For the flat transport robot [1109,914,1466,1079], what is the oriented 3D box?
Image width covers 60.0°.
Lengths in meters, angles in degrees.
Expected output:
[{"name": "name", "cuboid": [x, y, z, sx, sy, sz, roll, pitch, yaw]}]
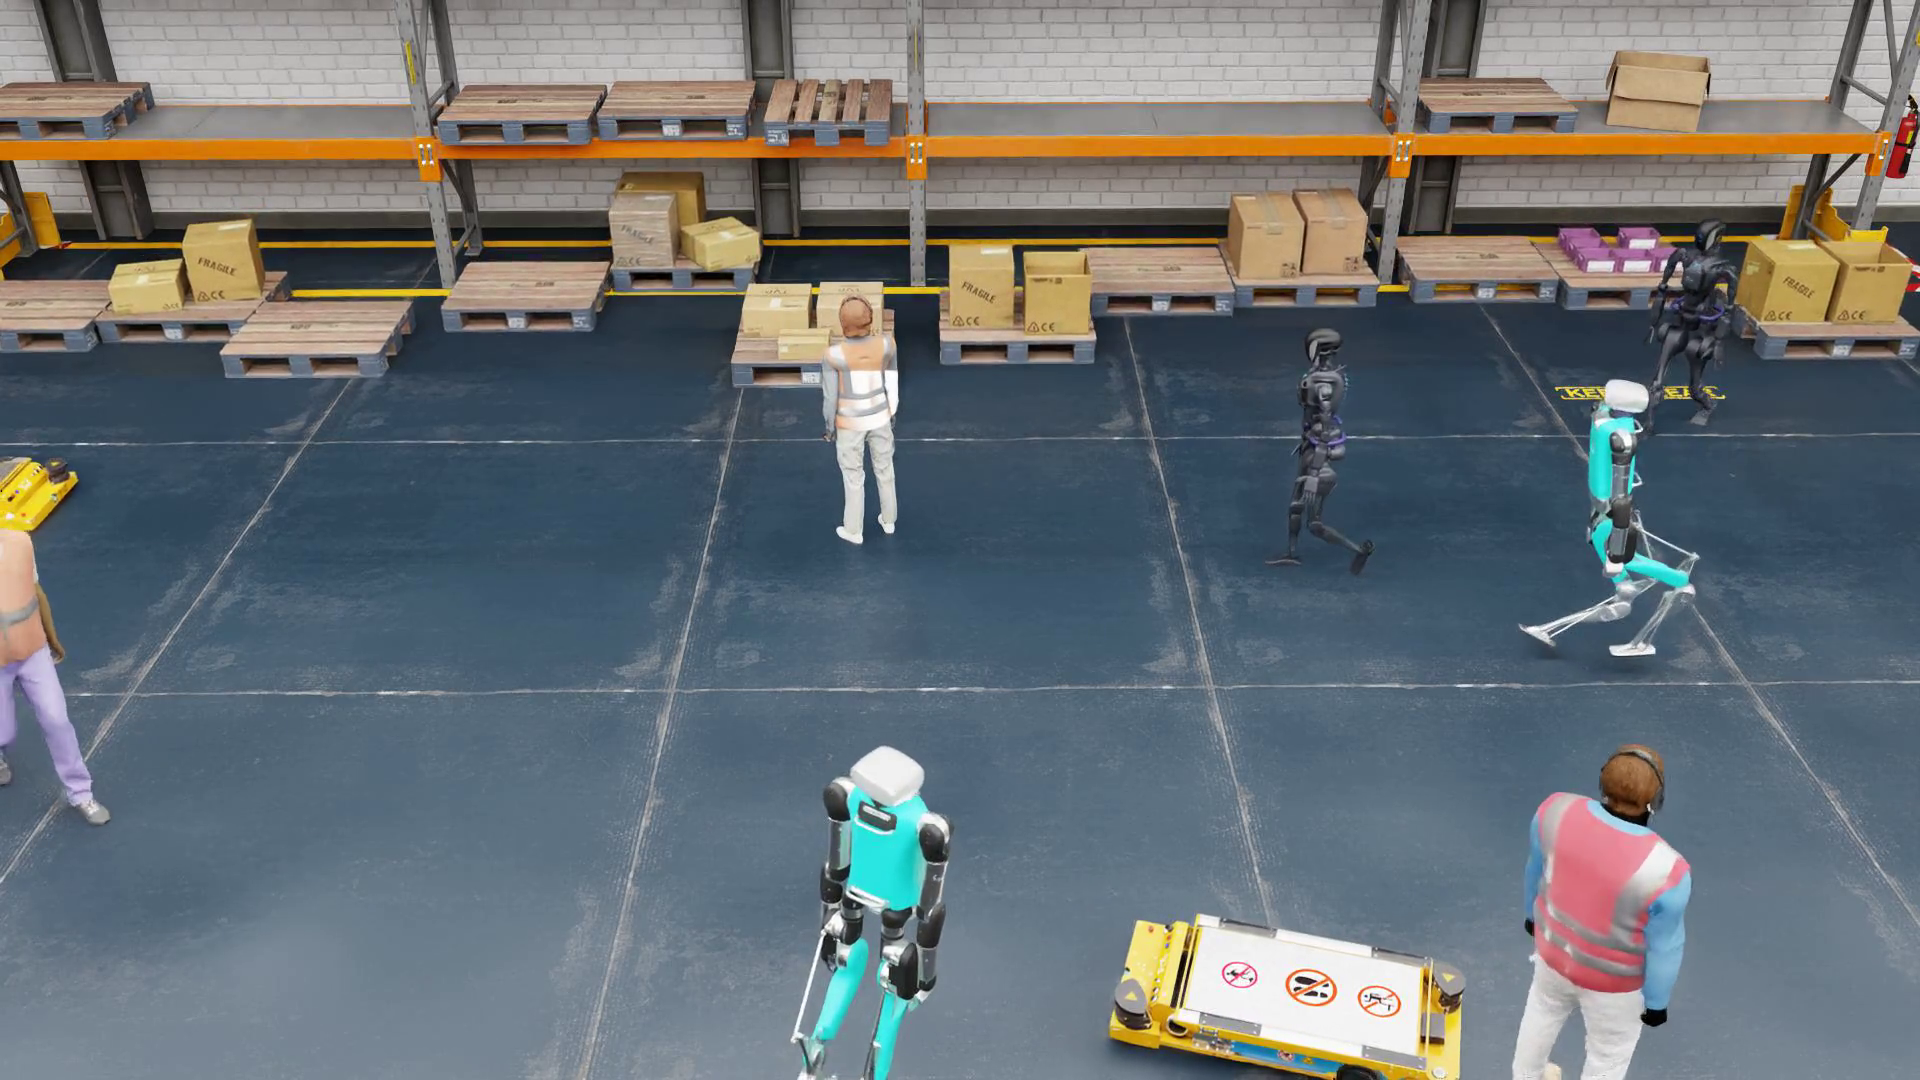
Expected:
[{"name": "flat transport robot", "cuboid": [1.406, 1.981, 7.113, 1.431, 0.231, 0.659, 8, 32, 13]}]

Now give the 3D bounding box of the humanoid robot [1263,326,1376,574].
[{"name": "humanoid robot", "cuboid": [2.218, -0.530, 9.940, 0.642, 1.629, 0.600, 1, 31, 2]}]

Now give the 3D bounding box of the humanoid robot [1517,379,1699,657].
[{"name": "humanoid robot", "cuboid": [3.661, -0.044, 9.034, 0.981, 1.730, 0.548, 3, 31, 5]}]

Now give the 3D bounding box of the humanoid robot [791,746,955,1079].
[{"name": "humanoid robot", "cuboid": [-0.400, 1.697, 6.243, 0.539, 1.862, 0.752, 18, 35, 27]}]

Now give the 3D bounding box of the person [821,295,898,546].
[{"name": "person", "cuboid": [-0.610, -0.729, 10.294, 0.513, 1.636, 0.313, -15, 34, -24]}]

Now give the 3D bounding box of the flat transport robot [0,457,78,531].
[{"name": "flat transport robot", "cuboid": [-6.657, -0.289, 10.892, 1.431, 0.231, 0.659, -1, 31, -1]}]

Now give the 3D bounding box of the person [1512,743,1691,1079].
[{"name": "person", "cuboid": [2.408, 1.563, 6.308, 0.430, 1.825, 0.670, -20, 36, -30]}]

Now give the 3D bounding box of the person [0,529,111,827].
[{"name": "person", "cuboid": [-4.619, 0.549, 7.994, 0.781, 1.820, 0.571, 21, 37, 31]}]

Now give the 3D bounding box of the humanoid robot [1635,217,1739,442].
[{"name": "humanoid robot", "cuboid": [5.103, -1.475, 11.553, 0.743, 1.645, 0.609, -22, 38, -32]}]
